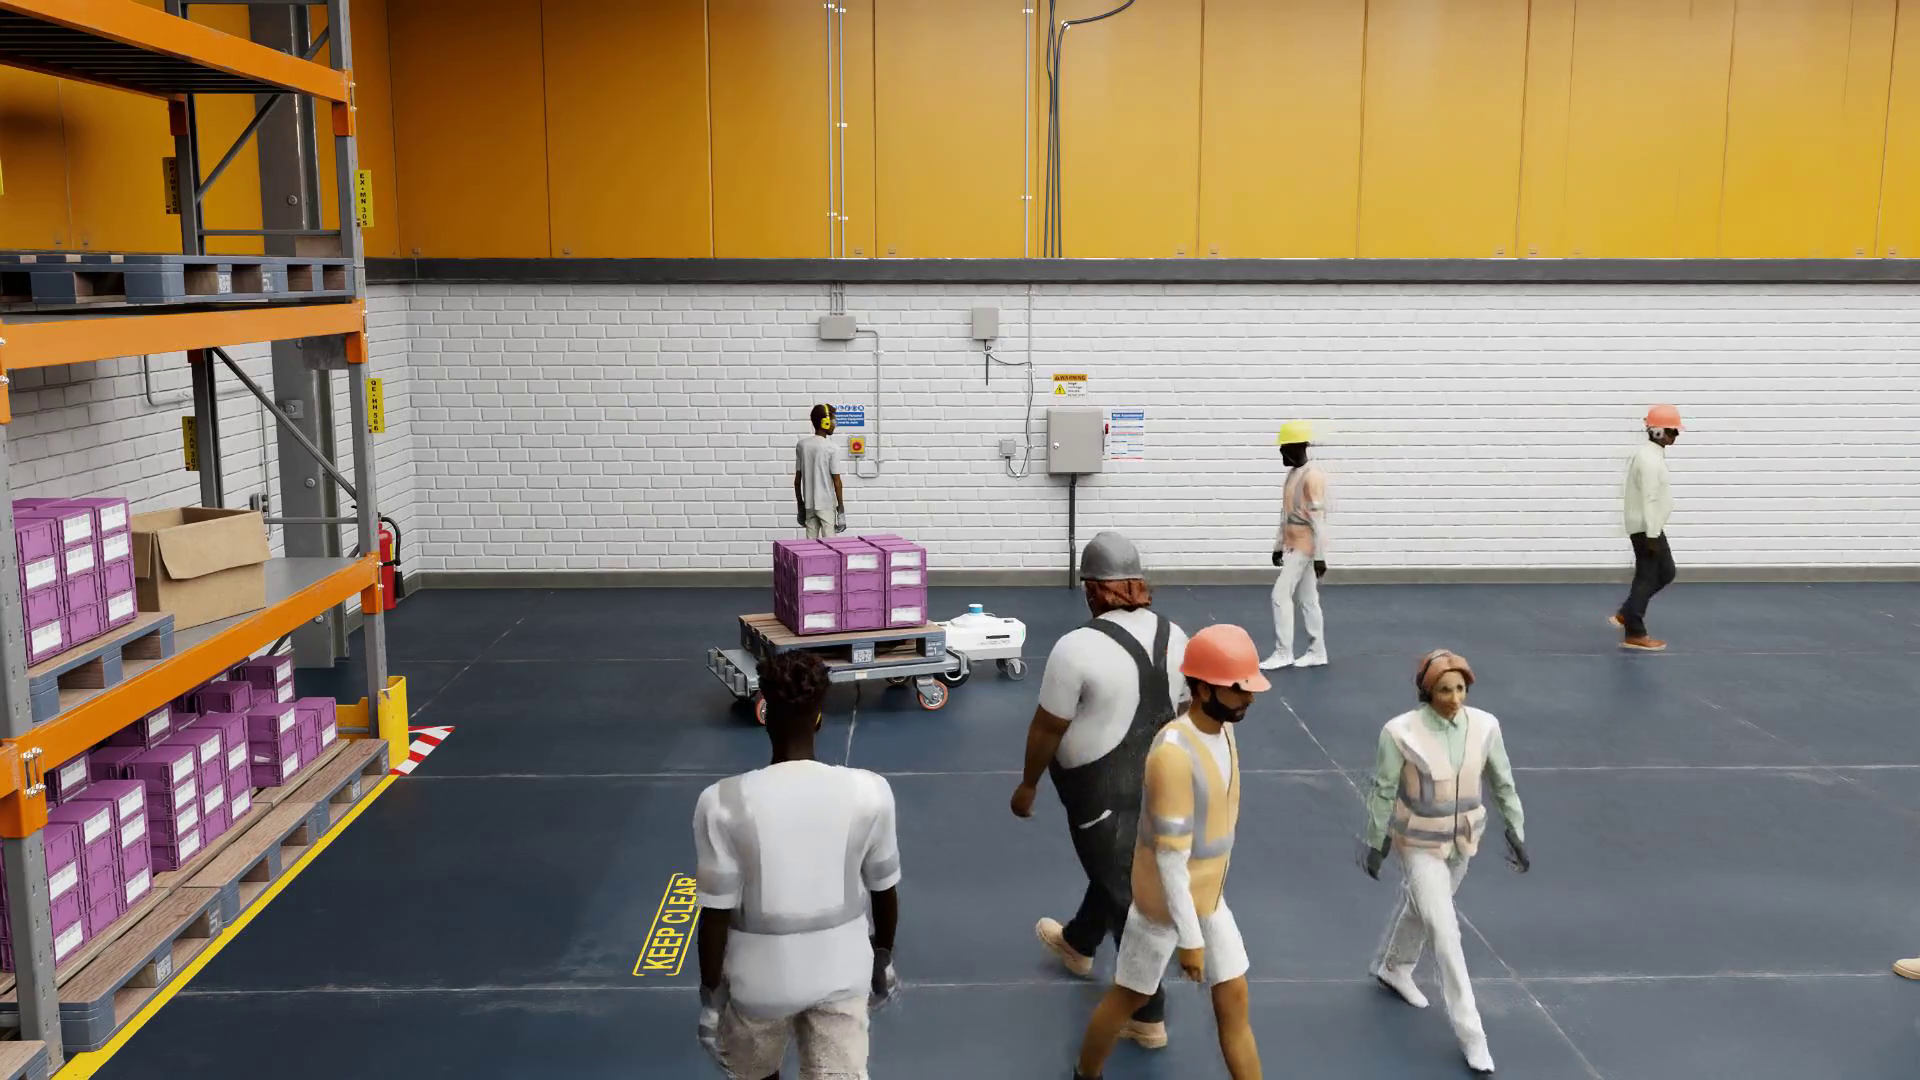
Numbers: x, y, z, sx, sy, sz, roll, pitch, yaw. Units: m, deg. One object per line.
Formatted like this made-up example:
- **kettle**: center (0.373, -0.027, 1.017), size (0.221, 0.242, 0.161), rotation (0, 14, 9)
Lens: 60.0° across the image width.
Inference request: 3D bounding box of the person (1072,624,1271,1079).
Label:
- **person**: center (0.778, 1.196, 5.604), size (1.011, 1.874, 0.563), rotation (6, 11, 32)

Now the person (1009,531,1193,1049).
- **person**: center (0.576, 0.929, 6.729), size (0.693, 2.000, 1.004), rotation (-8, 12, -40)

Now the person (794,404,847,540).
- **person**: center (-1.212, -0.260, 14.562), size (0.532, 1.863, 0.319), rotation (6, 11, 34)

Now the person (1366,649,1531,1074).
- **person**: center (1.899, 1.188, 6.530), size (0.603, 1.581, 0.879), rotation (-3, 10, -16)

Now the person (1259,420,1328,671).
- **person**: center (2.482, 0.046, 12.542), size (0.729, 1.897, 0.630), rotation (-1, 9, -3)

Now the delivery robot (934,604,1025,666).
- **delivery robot**: center (0.117, 0.717, 12.285), size (0.707, 0.478, 0.477), rotation (-3, 10, -16)

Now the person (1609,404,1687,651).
- **person**: center (5.490, -0.095, 13.187), size (0.439, 1.974, 0.650), rotation (4, 10, 23)

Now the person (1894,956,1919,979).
- **person**: center (4.206, 1.014, 6.842), size (0.429, 1.837, 0.621), rotation (0, 9, -3)

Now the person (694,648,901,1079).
- **person**: center (-0.497, 1.266, 5.013), size (0.631, 1.919, 0.939), rotation (-2, 10, -14)
